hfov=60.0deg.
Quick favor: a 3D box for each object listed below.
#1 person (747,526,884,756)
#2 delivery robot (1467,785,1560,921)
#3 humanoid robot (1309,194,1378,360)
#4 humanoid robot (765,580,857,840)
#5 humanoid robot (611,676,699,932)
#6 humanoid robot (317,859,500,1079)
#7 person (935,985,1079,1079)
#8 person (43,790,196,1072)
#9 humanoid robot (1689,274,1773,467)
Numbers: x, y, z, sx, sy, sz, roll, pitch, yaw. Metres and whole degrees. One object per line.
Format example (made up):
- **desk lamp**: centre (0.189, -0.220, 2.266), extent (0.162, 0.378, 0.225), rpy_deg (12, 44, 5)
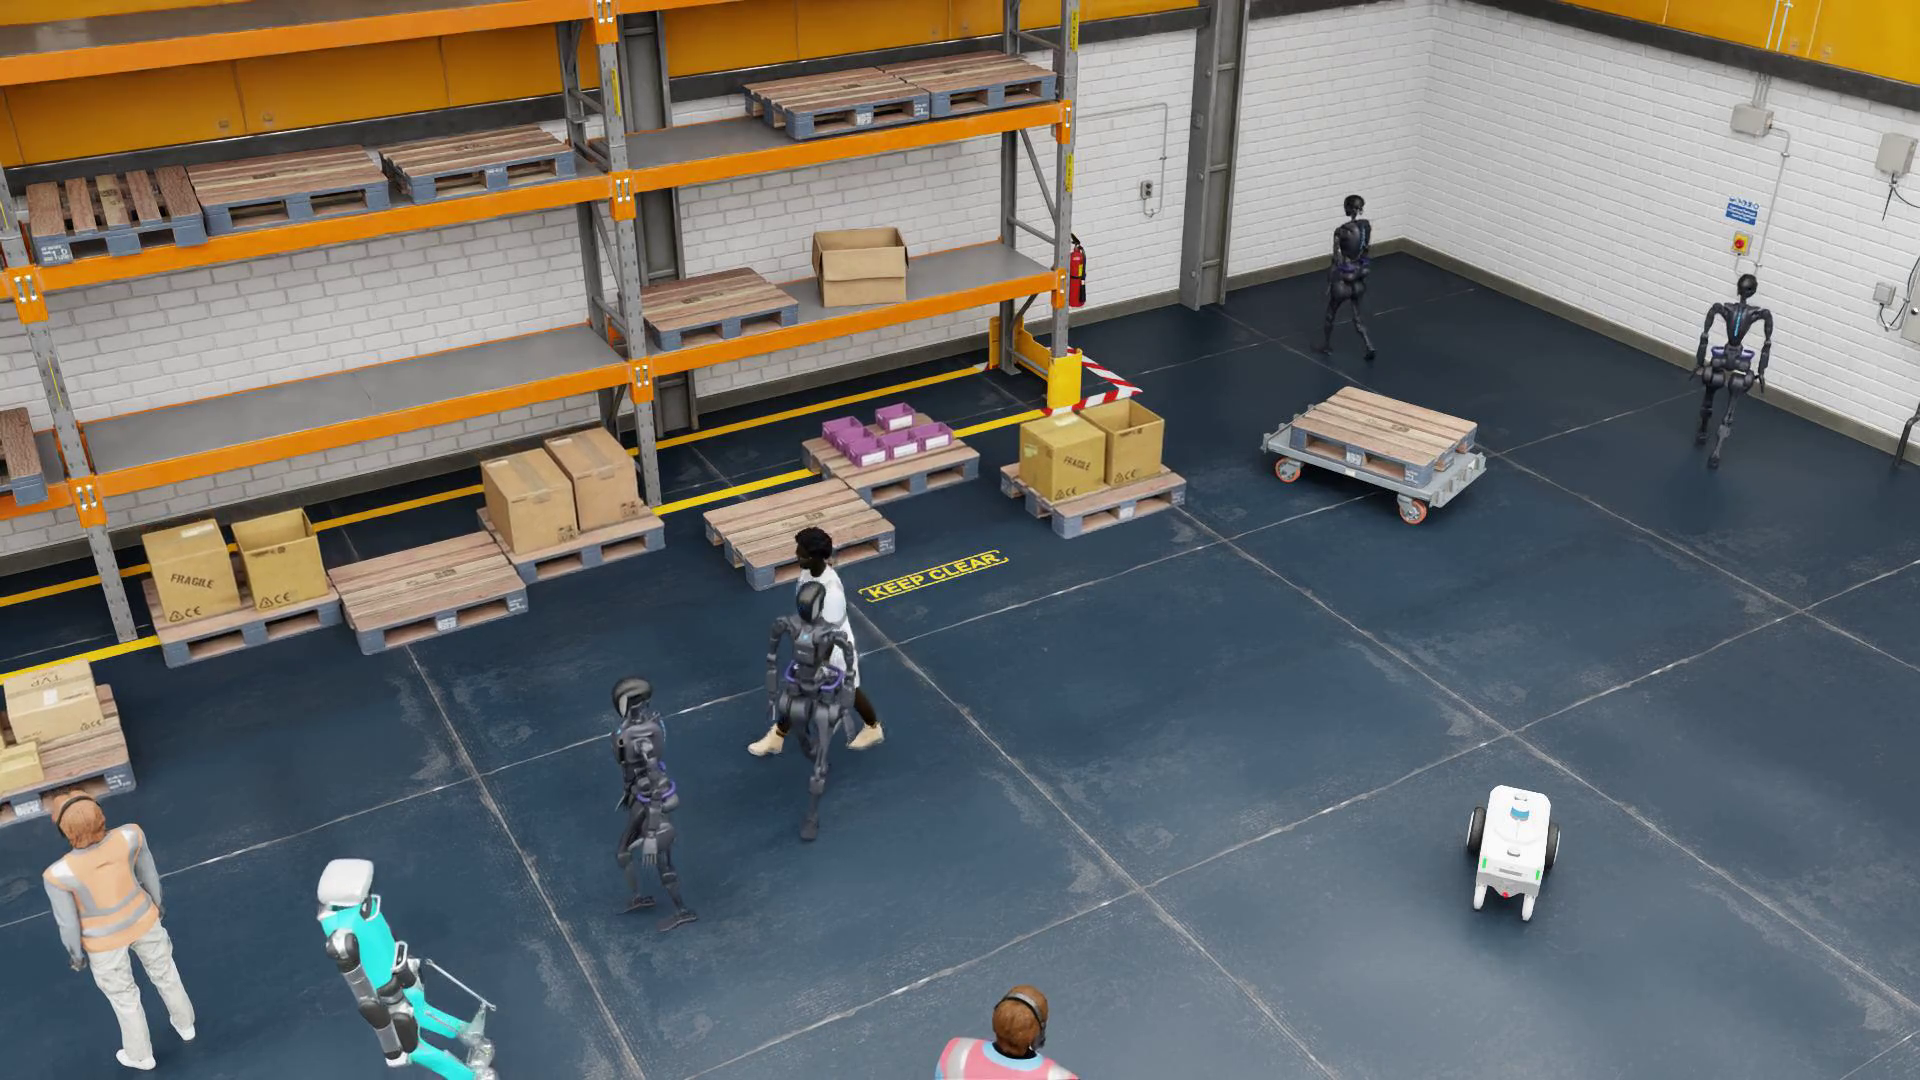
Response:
- **person**: centre (-0.906, 0.659, 10.405), extent (0.869, 1.644, 0.543), rpy_deg (-15, 33, -24)
- **delivery robot**: centre (3.189, 1.759, 9.590), extent (0.499, 0.614, 0.808), rpy_deg (10, 31, 18)
- **humanoid robot**: centre (3.767, -2.509, 16.028), extent (0.610, 1.650, 0.680), rpy_deg (-23, 37, -34)
- **humanoid robot**: centre (-0.890, 0.951, 9.903), extent (0.597, 1.625, 0.766), rpy_deg (9, 31, 15)
- **humanoid robot**: centre (-1.704, 1.452, 8.981), extent (0.449, 1.647, 0.599), rpy_deg (-13, 32, -21)
- **humanoid robot**: centre (-2.365, 2.191, 7.692), extent (0.892, 1.848, 0.555), rpy_deg (-5, 30, -9)
- **person**: centre (0.212, 2.565, 6.851), extent (0.630, 1.837, 0.431), rpy_deg (10, 31, 18)
- **person**: centre (-4.134, 1.922, 8.175), extent (0.312, 1.641, 0.513), rpy_deg (20, 35, 31)
- **humanoid robot**: centre (6.605, -1.502, 14.233), extent (0.612, 1.625, 0.755), rpy_deg (14, 32, 23)
